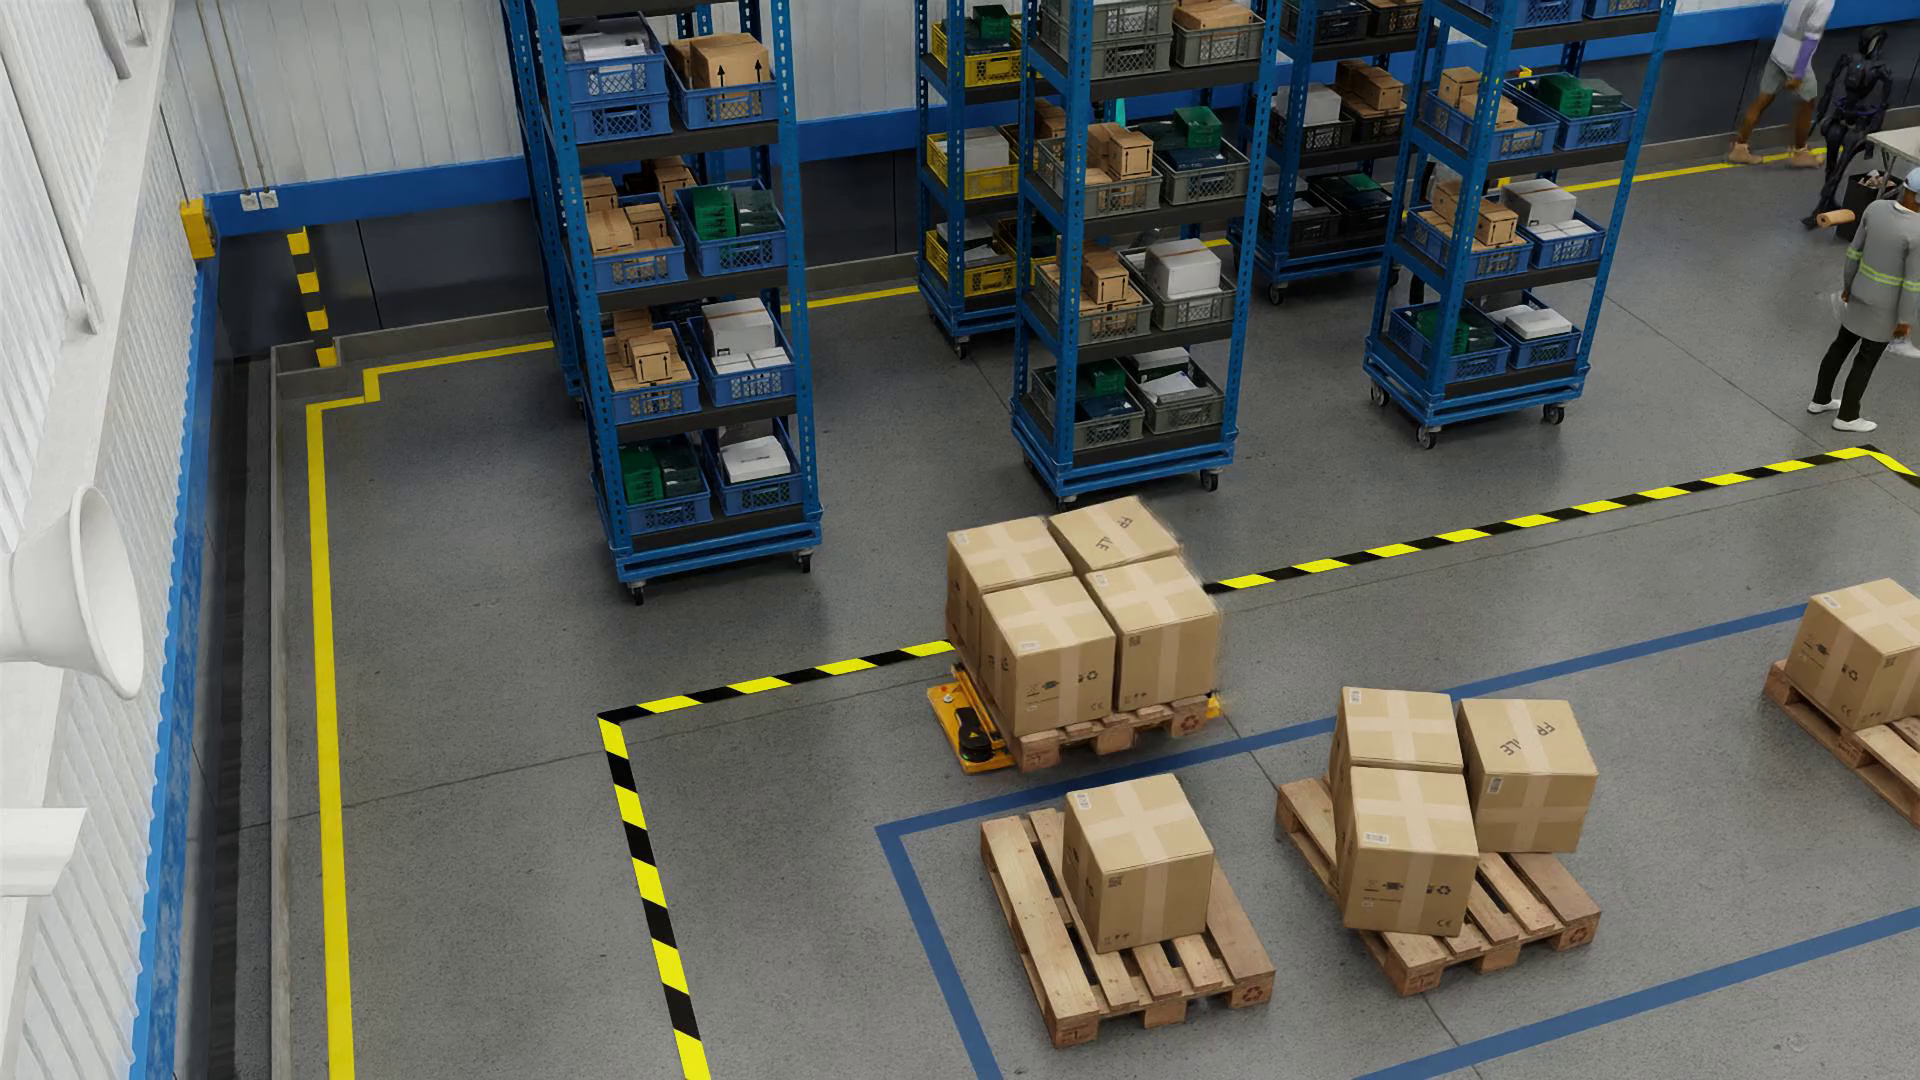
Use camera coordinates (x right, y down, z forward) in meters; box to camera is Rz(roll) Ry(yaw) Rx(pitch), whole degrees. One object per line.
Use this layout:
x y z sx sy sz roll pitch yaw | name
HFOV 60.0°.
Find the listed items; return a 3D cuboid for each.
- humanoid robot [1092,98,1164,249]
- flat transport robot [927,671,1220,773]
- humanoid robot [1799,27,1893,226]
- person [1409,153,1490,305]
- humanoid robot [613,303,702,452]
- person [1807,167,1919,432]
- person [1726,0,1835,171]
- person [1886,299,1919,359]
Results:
1.338 -2.785 12.611 0.735 1.681 0.533 11 37 16 | humanoid robot
0.601 0.817 8.873 1.431 0.197 0.652 -11 37 -15 | flat transport robot
7.264 -3.406 13.679 0.708 1.631 0.612 -18 39 -24 | humanoid robot
3.571 -2.408 12.080 0.509 1.872 0.329 4 35 5 | person
-1.955 -1.189 10.536 0.588 1.636 0.697 29 44 34 | humanoid robot
6.056 -1.588 10.933 0.384 1.850 0.597 -9 36 -13 | person
7.395 -4.205 14.517 0.935 2.004 0.628 -3 35 -4 | person
6.823 -2.131 11.802 0.505 1.728 0.497 19 39 25 | person
